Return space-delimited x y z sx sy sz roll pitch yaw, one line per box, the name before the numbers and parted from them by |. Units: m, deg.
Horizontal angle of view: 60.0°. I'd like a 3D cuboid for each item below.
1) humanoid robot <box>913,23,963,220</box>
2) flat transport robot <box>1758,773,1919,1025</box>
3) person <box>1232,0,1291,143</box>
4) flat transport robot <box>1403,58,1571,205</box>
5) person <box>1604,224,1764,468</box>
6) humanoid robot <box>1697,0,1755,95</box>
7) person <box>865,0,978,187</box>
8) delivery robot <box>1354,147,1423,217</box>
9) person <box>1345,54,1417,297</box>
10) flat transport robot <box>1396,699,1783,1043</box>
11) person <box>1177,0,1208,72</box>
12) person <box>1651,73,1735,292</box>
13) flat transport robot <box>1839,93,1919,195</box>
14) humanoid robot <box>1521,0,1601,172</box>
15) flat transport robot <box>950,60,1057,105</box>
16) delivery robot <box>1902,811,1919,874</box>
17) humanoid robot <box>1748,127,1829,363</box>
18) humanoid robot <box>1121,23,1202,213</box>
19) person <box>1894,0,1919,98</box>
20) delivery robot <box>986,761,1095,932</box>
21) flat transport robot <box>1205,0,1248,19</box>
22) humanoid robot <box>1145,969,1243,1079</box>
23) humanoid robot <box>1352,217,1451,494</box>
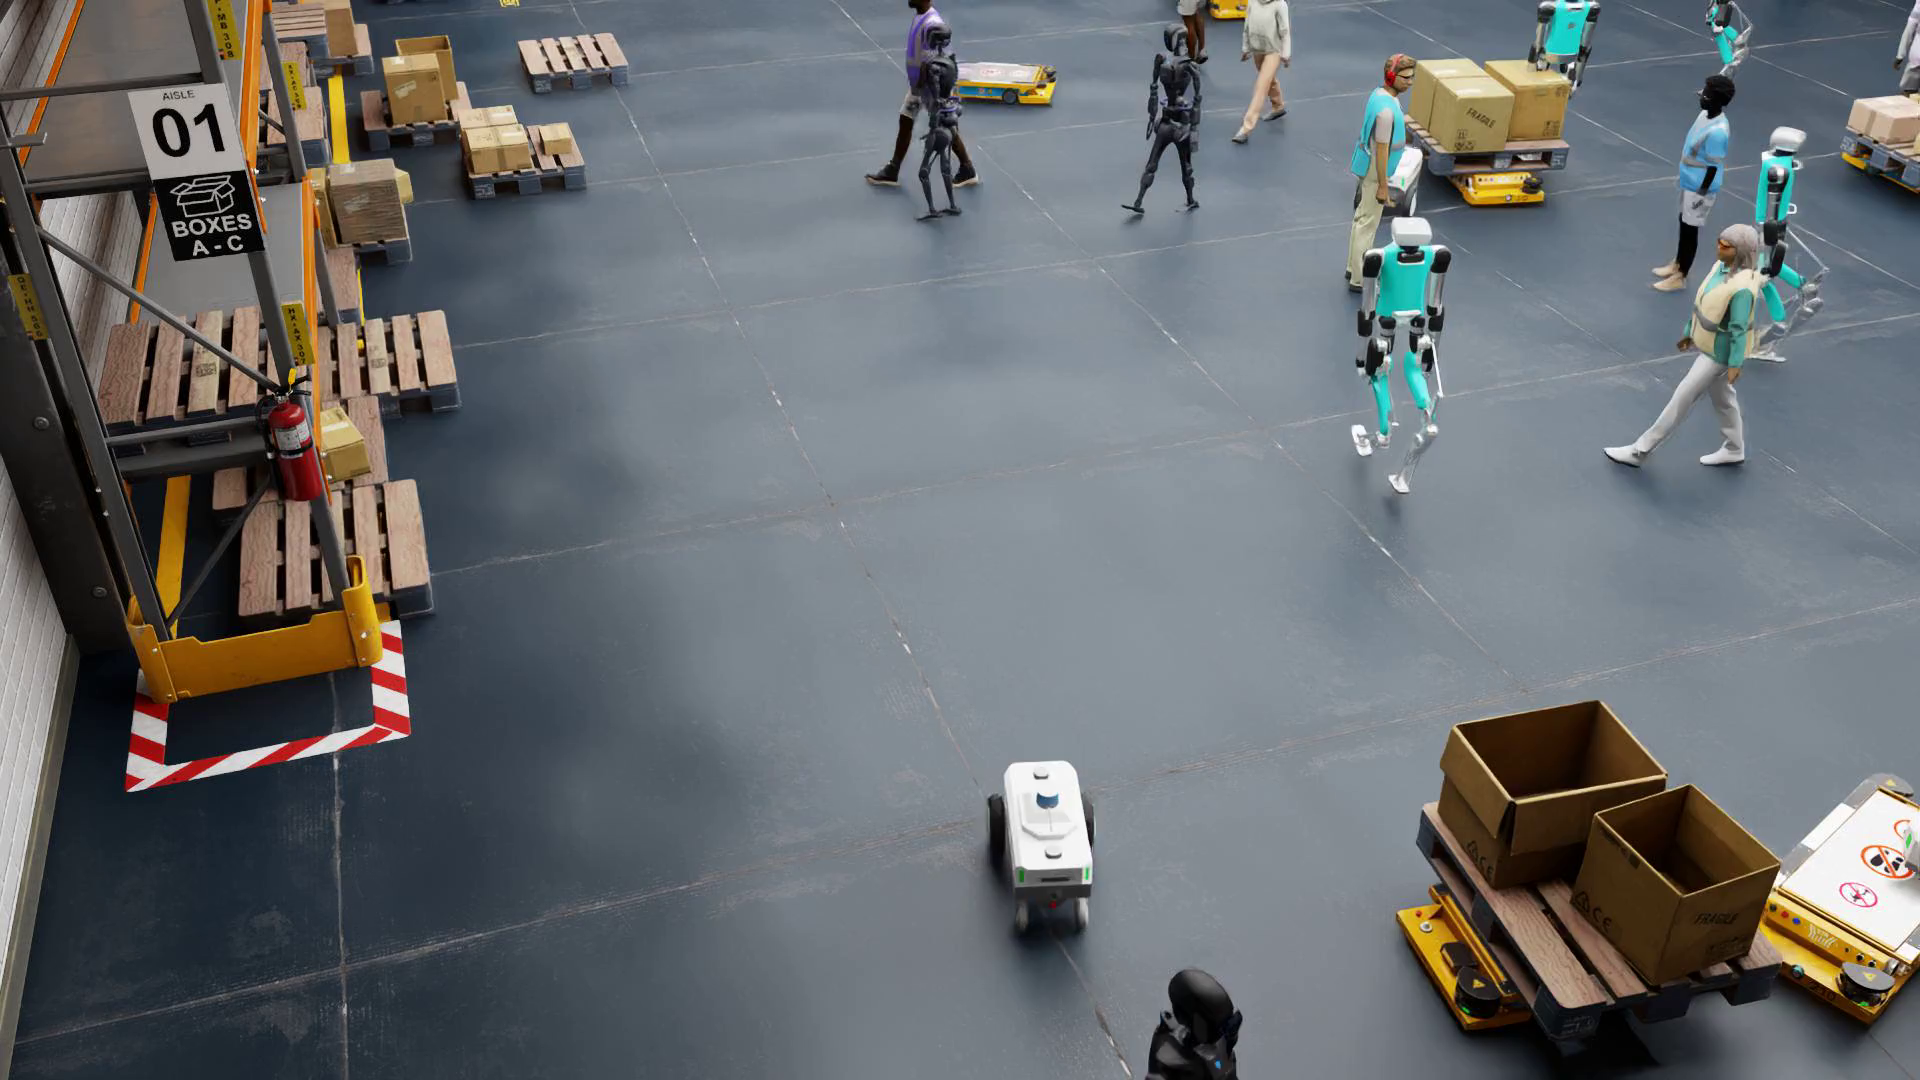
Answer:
humanoid robot | -0.172 -3.499 13.949 0.422 1.657 0.609 6 34 10
flat transport robot | 4.097 1.565 7.458 1.431 0.231 0.659 -26 41 -33
person | 2.906 -4.641 15.772 0.484 1.578 1.033 28 42 36
flat transport robot | 4.684 -3.385 15.050 0.659 0.231 1.431 -4 33 -6
person | 4.660 -1.182 10.387 0.932 1.655 0.490 3 33 4
humanoid robot | 7.679 -5.146 16.512 0.723 1.901 0.542 6 34 9
person | -0.305 -3.994 14.483 1.008 1.919 0.603 -7 34 -11
delivery robot | 3.752 -3.133 14.406 0.499 0.599 0.784 15 36 21
person | 3.178 -2.793 12.705 0.394 1.839 0.563 5 33 8
flat transport robot | 2.704 1.705 7.243 1.431 0.231 0.659 -8 34 -12
person | 2.458 -5.833 17.301 0.578 1.910 0.484 -18 37 -26
person | 5.640 -2.723 12.733 0.322 1.699 0.539 6 34 9
flat transport robot | 8.674 -3.276 14.883 0.659 0.231 1.431 -8 34 -13
humanoid robot | 5.256 -4.148 14.939 0.542 1.852 0.742 -1 33 -2
flat transport robot | 0.250 -4.694 17.058 1.431 0.231 0.659 6 34 8
delivery robot | 4.555 1.492 7.305 0.763 0.591 0.521 28 42 36
humanoid robot | 5.759 -1.933 11.489 0.758 1.788 0.540 12 35 18
humanoid robot | 1.770 -3.500 13.970 0.754 1.628 0.610 -24 40 -32
person | 8.851 -4.395 15.112 0.595 1.899 0.561 25 40 33
delivery robot | 0.388 1.345 7.551 0.499 0.613 0.807 -2 33 -3
flat transport robot | 3.169 -6.498 19.824 0.659 0.231 1.431 -6 34 -8
humanoid robot | 0.710 2.010 5.480 0.374 1.646 0.600 27 42 35
humanoid robot | 2.704 -1.056 10.135 0.545 1.737 1.006 -3 33 -4
